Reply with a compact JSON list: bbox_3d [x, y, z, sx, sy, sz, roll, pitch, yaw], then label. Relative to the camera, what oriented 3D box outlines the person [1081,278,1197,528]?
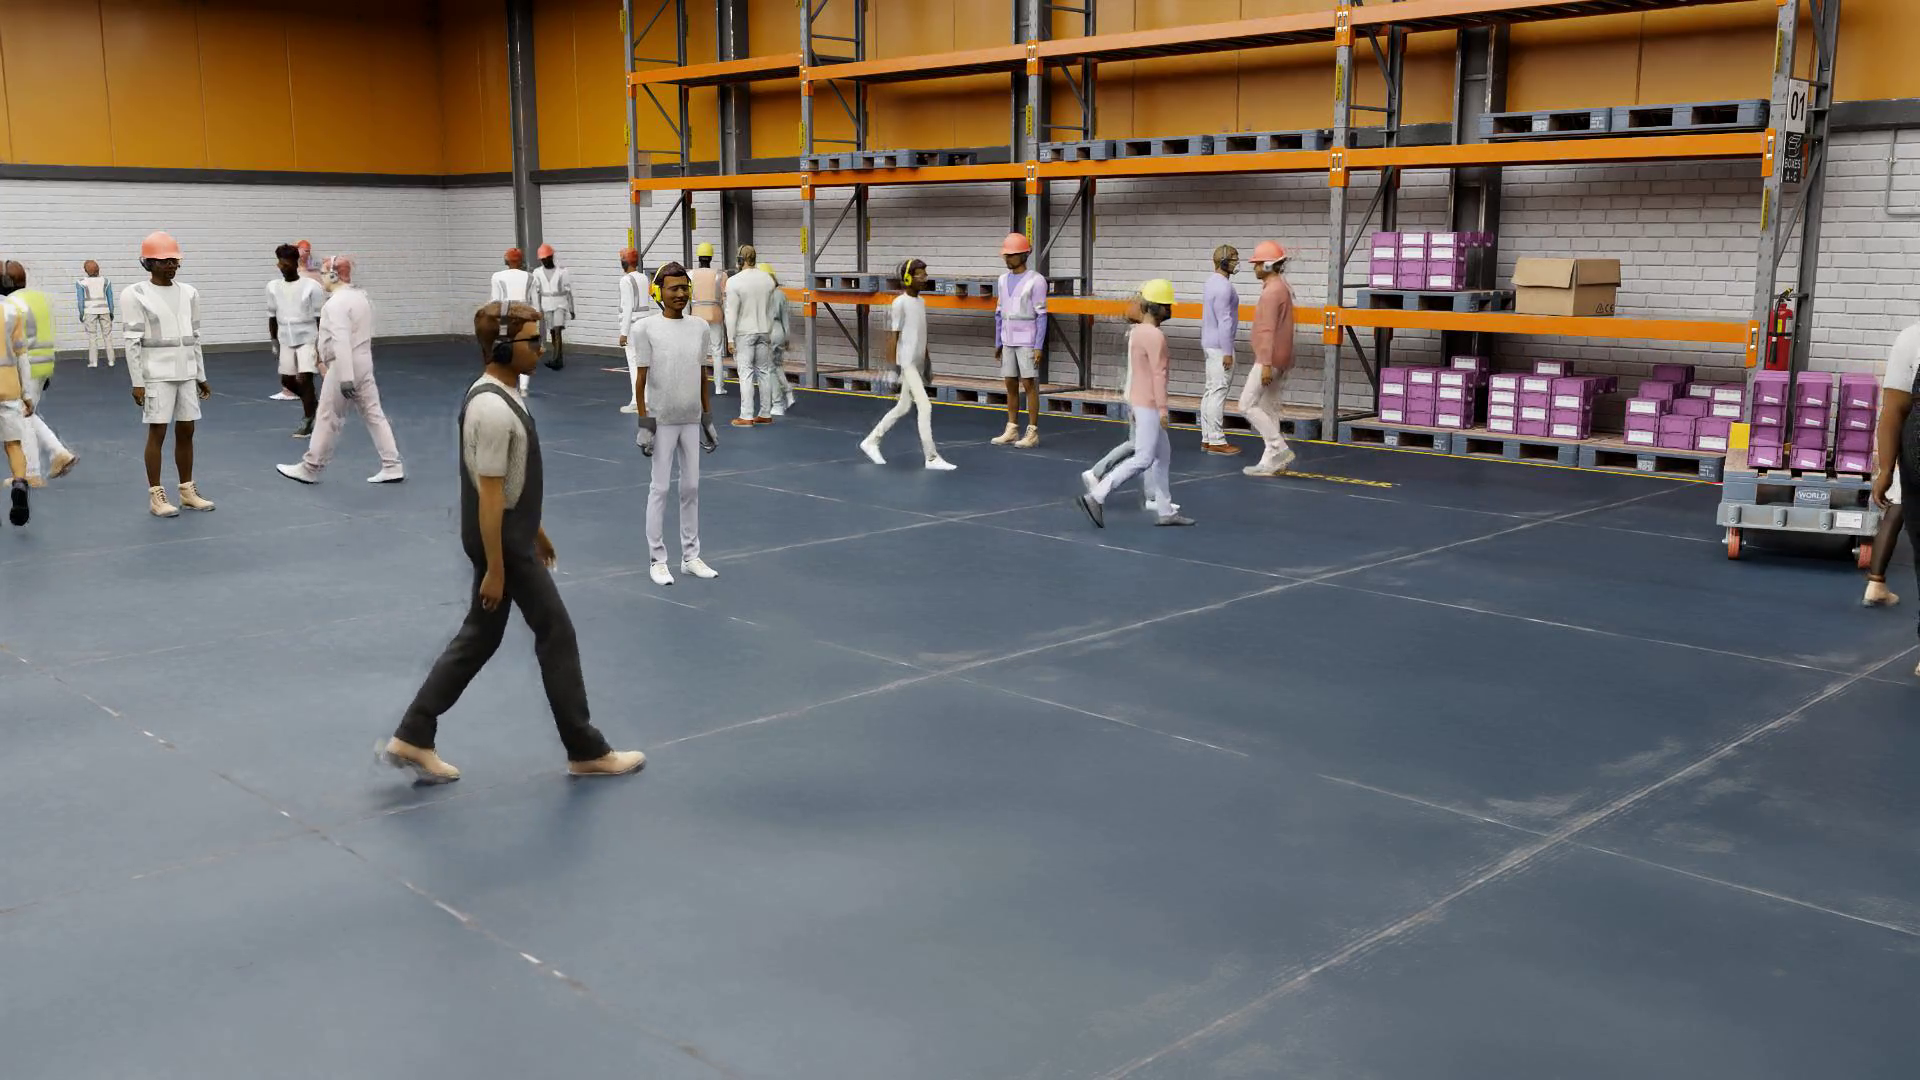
[{"bbox_3d":[1.245,-0.926,11.425,0.781,1.731,0.534,-1,10,-7],"label":"person"}]

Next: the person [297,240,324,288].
[{"bbox_3d":[-11.035,-4.088,28.113,0.547,1.938,0.378,-9,13,-39],"label":"person"}]

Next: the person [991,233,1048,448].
[{"bbox_3d":[0.543,-1.890,15.848,0.395,2.038,0.615,-10,14,-42],"label":"person"}]

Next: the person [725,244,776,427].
[{"bbox_3d":[-2.218,-2.157,17.629,0.622,1.932,0.368,-10,14,-44],"label":"person"}]

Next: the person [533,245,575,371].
[{"bbox_3d":[-6.118,-3.500,25.066,0.582,1.871,1.018,1,10,4],"label":"person"}]

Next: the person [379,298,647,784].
[{"bbox_3d":[-1.697,0.024,6.074,0.935,1.811,0.531,-4,11,-19],"label":"person"}]

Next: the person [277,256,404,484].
[{"bbox_3d":[-5.033,-1.366,13.495,1.006,1.849,0.674,0,10,2],"label":"person"}]

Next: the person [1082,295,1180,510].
[{"bbox_3d":[1.269,-1.019,12.257,0.652,1.615,0.503,0,10,-2],"label":"person"}]

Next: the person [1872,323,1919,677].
[{"bbox_3d":[4.385,-0.322,7.299,0.690,2.000,1.014,9,13,39],"label":"person"}]

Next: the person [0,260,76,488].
[{"bbox_3d":[-7.513,-1.325,13.339,0.436,1.828,0.643,-1,10,-5],"label":"person"}]

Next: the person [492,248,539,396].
[{"bbox_3d":[-5.623,-2.755,21.047,0.604,1.858,0.652,-5,11,-25],"label":"person"}]

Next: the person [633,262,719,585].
[{"bbox_3d":[-1.652,-0.681,9.726,0.516,1.872,0.327,-9,13,-39],"label":"person"}]

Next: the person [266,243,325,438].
[{"bbox_3d":[-6.660,-2.022,16.840,0.617,1.949,0.660,1,10,7],"label":"person"}]

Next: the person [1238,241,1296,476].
[{"bbox_3d":[2.557,-1.496,13.878,0.440,1.973,0.643,4,11,19],"label":"person"}]

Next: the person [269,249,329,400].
[{"bbox_3d":[-7.968,-2.604,20.255,0.985,1.862,0.661,0,10,-1],"label":"person"}]

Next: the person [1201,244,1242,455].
[{"bbox_3d":[2.419,-1.756,15.395,0.364,1.939,0.636,-1,10,-3],"label":"person"}]

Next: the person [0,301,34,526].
[{"bbox_3d":[-6.652,-1.012,11.413,0.560,1.916,0.725,-8,13,-38],"label":"person"}]

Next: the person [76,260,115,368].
[{"bbox_3d":[-13.240,-3.462,25.505,0.513,1.645,0.307,-9,14,-42],"label":"person"}]

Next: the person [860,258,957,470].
[{"bbox_3d":[-0.480,-1.534,14.505,0.948,1.834,0.529,5,11,24],"label":"person"}]

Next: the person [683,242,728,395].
[{"bbox_3d":[-3.203,-2.788,21.050,0.594,1.927,0.367,-1,10,-5],"label":"person"}]

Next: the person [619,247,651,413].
[{"bbox_3d":[-3.724,-2.397,19.047,0.346,1.881,0.578,3,11,17],"label":"person"}]

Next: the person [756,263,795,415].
[{"bbox_3d":[-2.155,-2.262,18.767,0.403,1.714,0.490,10,14,42],"label":"person"}]

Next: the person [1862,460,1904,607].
[{"bbox_3d":[5.338,-0.455,9.066,0.872,1.642,0.545,-5,12,-25],"label":"person"}]

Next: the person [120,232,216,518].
[{"bbox_3d":[-5.705,-1.192,12.036,0.378,2.041,0.616,5,12,27],"label":"person"}]
